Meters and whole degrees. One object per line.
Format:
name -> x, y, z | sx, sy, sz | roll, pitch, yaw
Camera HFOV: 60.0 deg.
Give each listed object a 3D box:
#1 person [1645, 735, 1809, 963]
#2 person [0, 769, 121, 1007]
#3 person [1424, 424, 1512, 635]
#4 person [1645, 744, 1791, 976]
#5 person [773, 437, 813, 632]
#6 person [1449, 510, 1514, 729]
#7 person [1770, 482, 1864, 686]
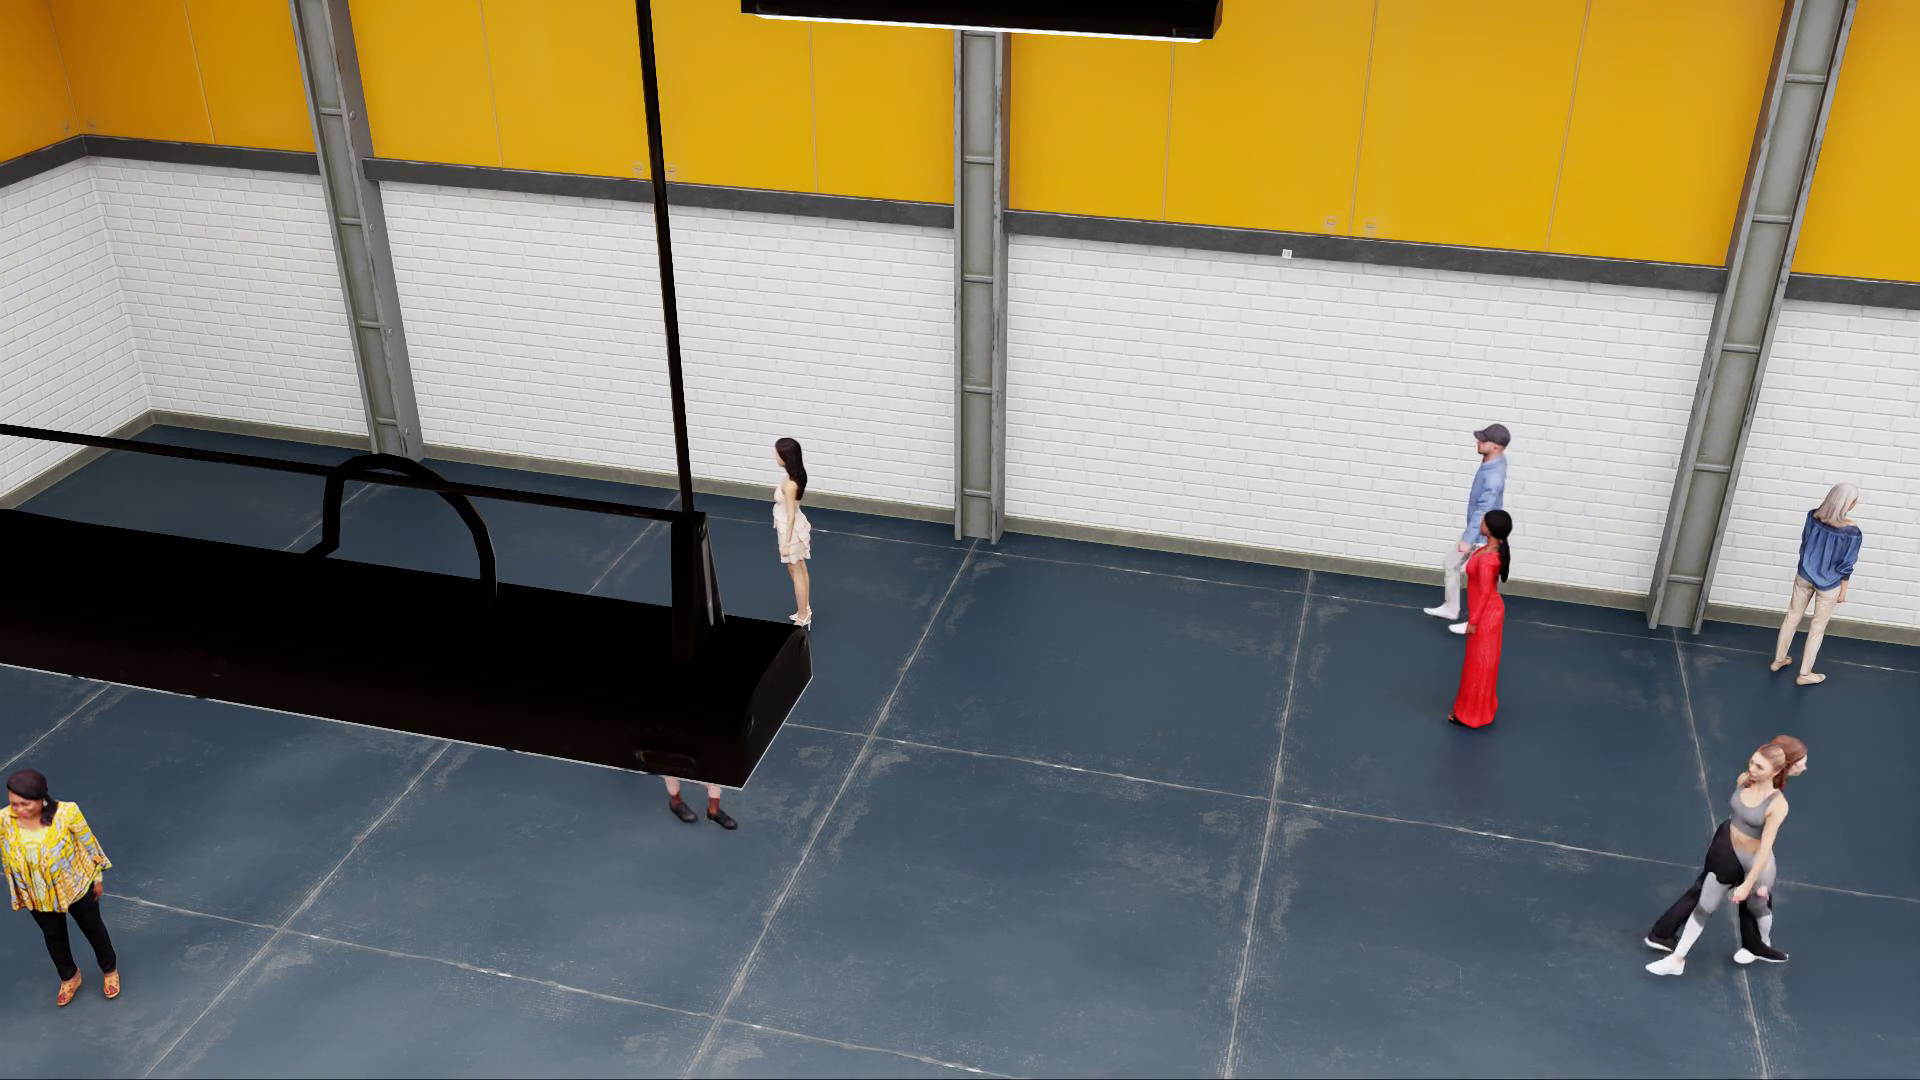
person -> 4.582, 1.862, 10.029 | 1.049, 1.692, 0.642 | 6, 29, 11
person -> -5.285, 2.026, 9.767 | 0.847, 1.654, 0.919 | -6, 29, -11
person -> 4.271, -0.057, 13.355 | 0.705, 1.875, 0.658 | 7, 29, 12
person -> 4.764, 1.932, 9.935 | 1.173, 1.658, 0.992 | -10, 30, -18
person -> -1.338, -0.042, 13.469 | 0.579, 1.739, 0.614 | 2, 29, 4
person -> 3.877, 0.577, 12.298 | 0.674, 1.785, 0.676 | 14, 31, 23
person -> 6.641, 0.318, 12.864 | 0.766, 1.697, 0.704 | -16, 32, -26
